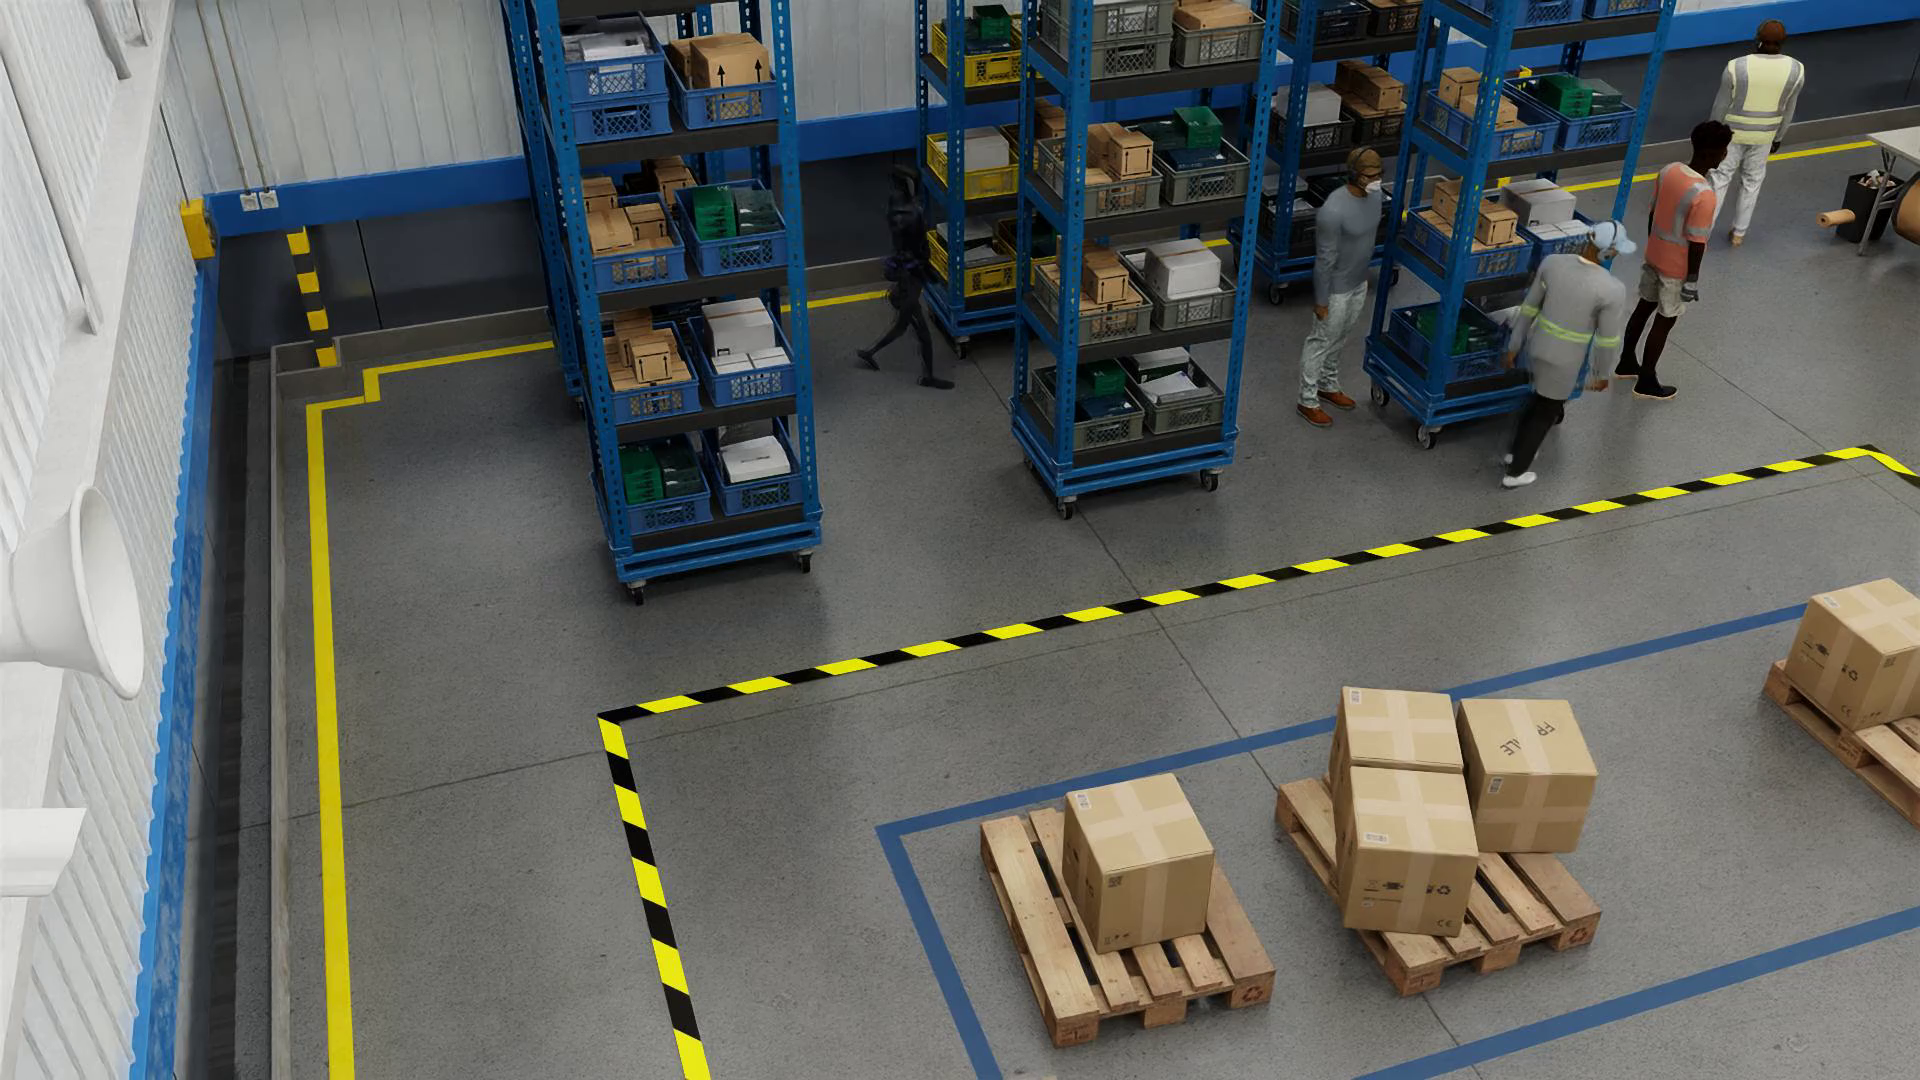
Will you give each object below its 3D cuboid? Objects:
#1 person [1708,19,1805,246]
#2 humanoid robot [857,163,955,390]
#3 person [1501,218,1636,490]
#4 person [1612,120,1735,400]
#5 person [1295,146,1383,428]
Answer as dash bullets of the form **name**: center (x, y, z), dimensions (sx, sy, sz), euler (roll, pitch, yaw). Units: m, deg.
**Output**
- **person**: center (6.262, -3.233, 13.277), dimensions (0.625, 1.843, 0.429), euler (4, 35, 5)
- **humanoid robot**: center (-0.400, -1.819, 11.459), dimensions (0.742, 1.654, 0.588), euler (9, 36, 12)
- **person**: center (3.733, -1.136, 10.325), dimensions (0.619, 1.813, 0.607), euler (-21, 40, -27)
- **person**: center (4.840, -1.895, 11.270), dimensions (0.361, 1.963, 0.612), euler (-5, 35, -7)
- **person**: center (2.526, -1.685, 10.996), dimensions (0.352, 1.937, 0.634), euler (27, 43, 33)
